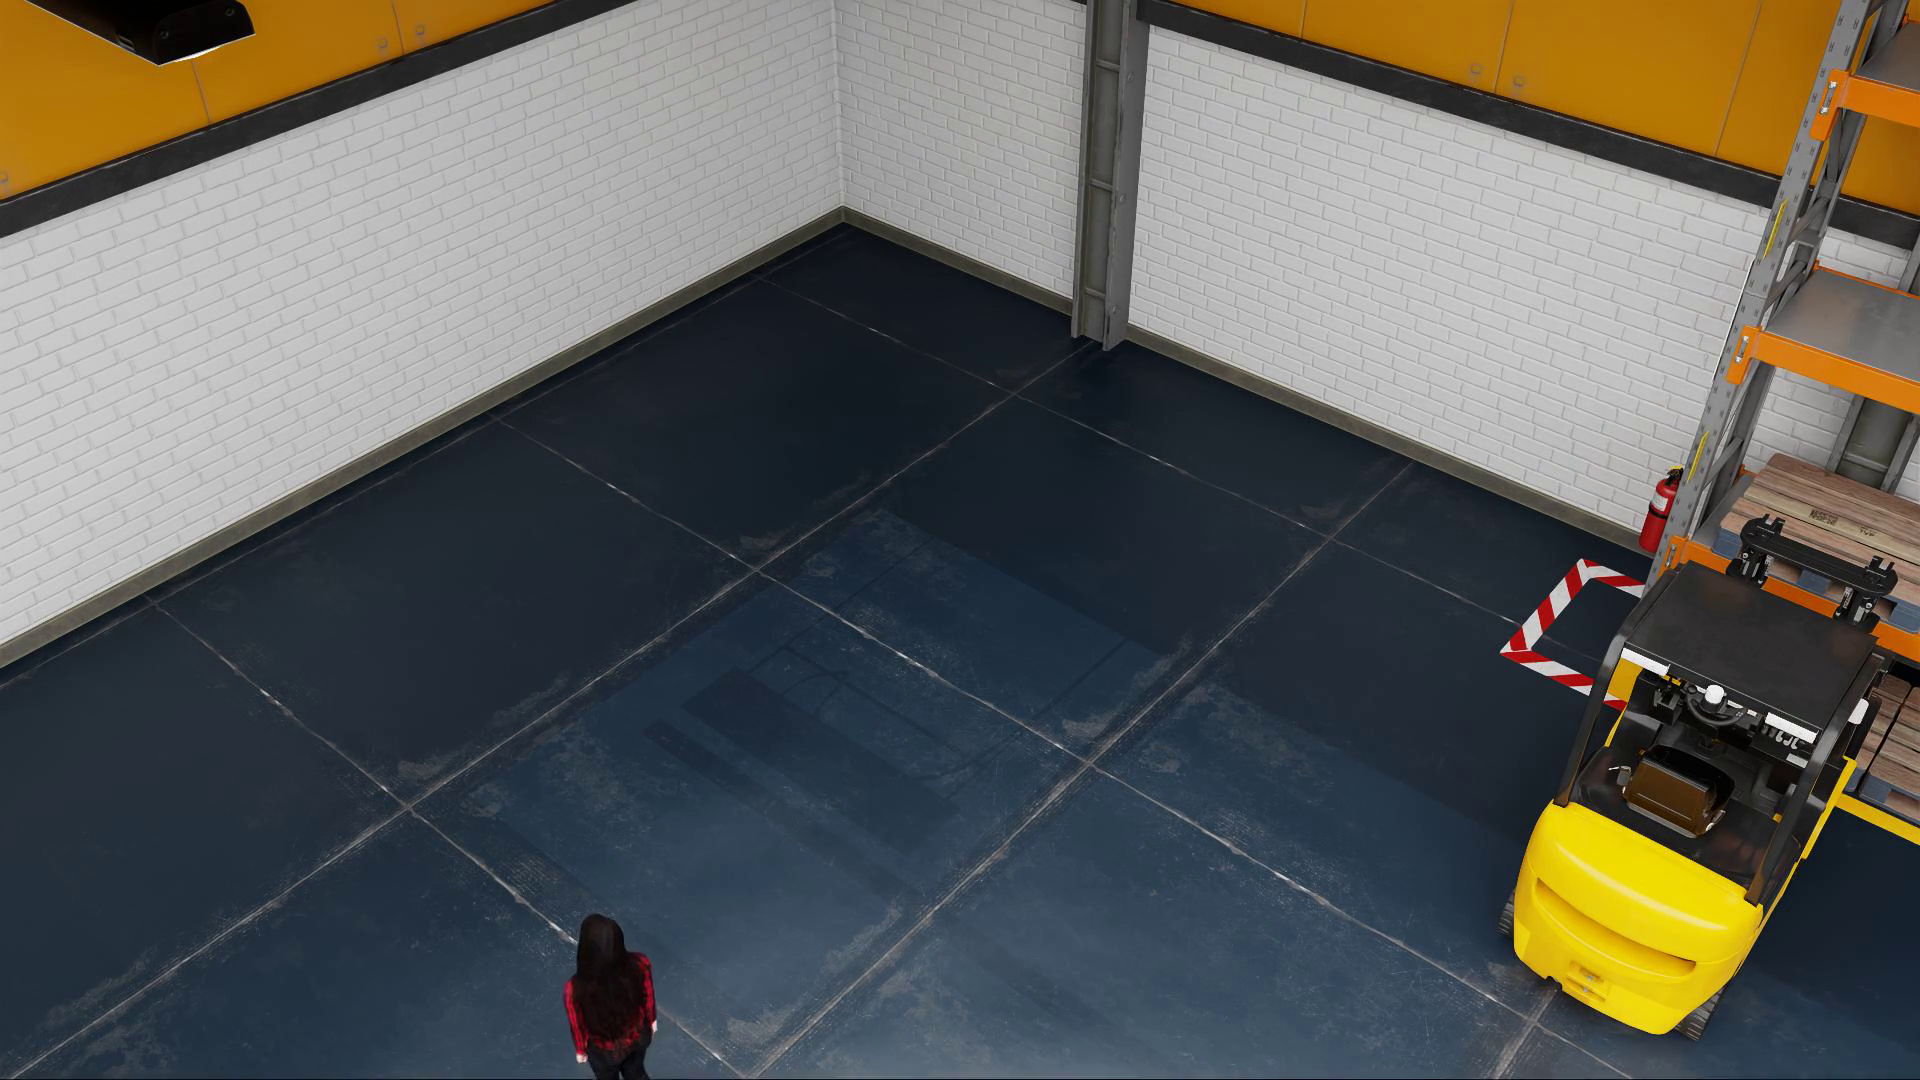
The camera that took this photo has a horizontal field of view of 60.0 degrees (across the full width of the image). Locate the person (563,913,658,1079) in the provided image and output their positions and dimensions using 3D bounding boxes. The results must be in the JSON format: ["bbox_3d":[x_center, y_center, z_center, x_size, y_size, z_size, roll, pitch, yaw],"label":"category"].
[{"bbox_3d":[-1.596,2.433,7.955,0.693,1.649,0.812,-23,44,-26],"label":"person"}]
